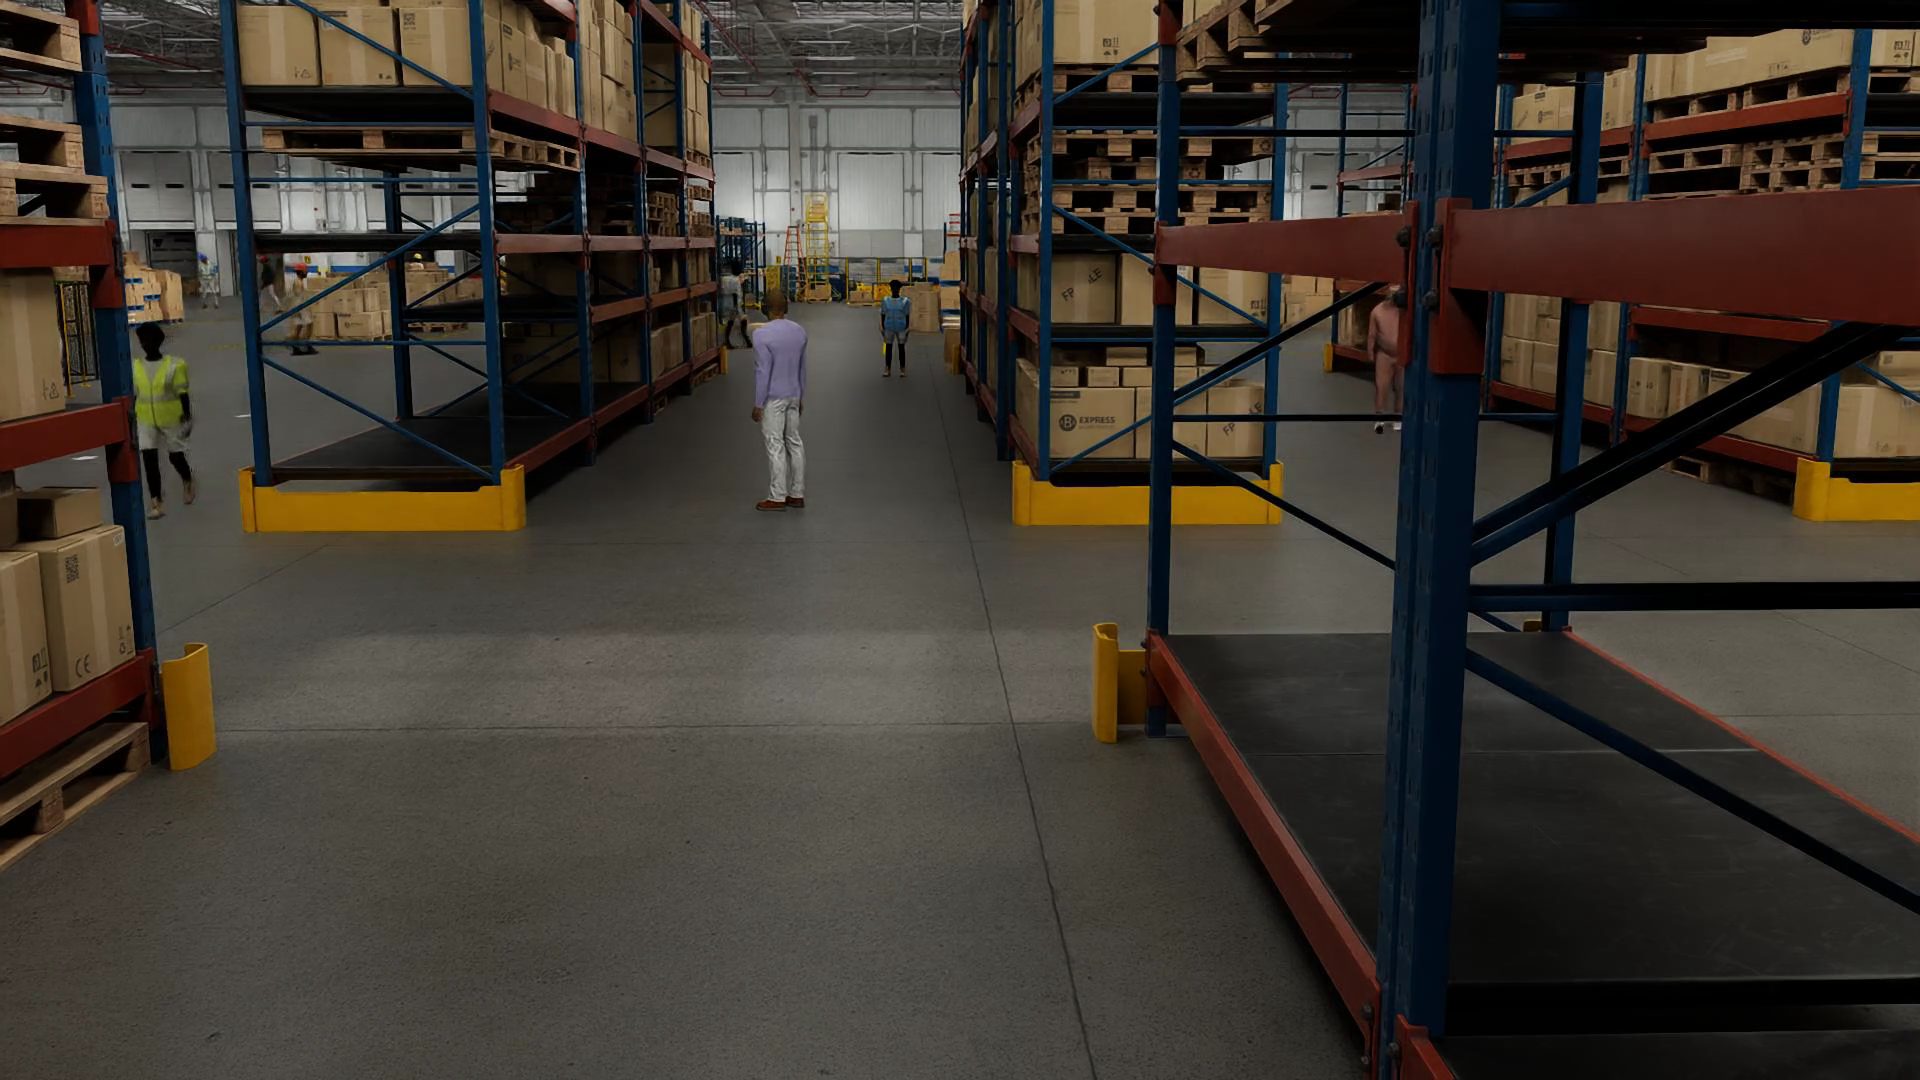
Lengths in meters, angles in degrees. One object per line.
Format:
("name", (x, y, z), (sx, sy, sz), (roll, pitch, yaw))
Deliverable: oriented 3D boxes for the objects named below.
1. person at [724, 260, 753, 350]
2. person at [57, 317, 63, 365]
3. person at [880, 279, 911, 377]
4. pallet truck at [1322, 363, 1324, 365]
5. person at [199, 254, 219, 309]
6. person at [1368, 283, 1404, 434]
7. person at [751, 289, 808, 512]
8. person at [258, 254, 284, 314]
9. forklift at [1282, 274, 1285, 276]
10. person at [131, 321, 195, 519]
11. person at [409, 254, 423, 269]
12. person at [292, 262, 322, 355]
("person", (-4.735, -5.069, 35.981), (0.885, 1.932, 0.632), (-4, 11, -23))
("person", (-12.187, -2.488, 21.977), (0.599, 1.809, 0.777), (0, 10, 0))
("person", (-1.125, -3.675, 28.889), (0.534, 1.698, 0.318), (1, 10, 6))
("pallet truck", (7.712, -4.157, 30.737), (1.885, 1.965, 0.823), (3, 11, 16))
("person", (-26.316, -9.072, 58.369), (0.770, 1.920, 0.473), (0, 10, 0))
("person", (5.327, -2.227, 20.379), (0.656, 1.854, 0.972), (3, 11, 14))
("person", (-1.576, -1.212, 14.499), (0.350, 1.935, 0.635), (7, 12, 35))
("person", (-22.382, -8.235, 53.616), (1.021, 1.941, 0.622), (-6, 12, -31))
("forklift", (12.135, -10.836, 65.485), (1.129, 2.768, 1.873), (0, 10, -2))
("person", (-6.848, -1.041, 14.268), (0.538, 1.673, 0.651), (-2, 10, -9))
("person", (-18.911, -9.016, 58.033), (0.585, 1.918, 0.379), (4, 11, 21))
("person", (-13.521, -4.762, 34.344), (0.726, 1.907, 0.568), (-4, 11, -20))
